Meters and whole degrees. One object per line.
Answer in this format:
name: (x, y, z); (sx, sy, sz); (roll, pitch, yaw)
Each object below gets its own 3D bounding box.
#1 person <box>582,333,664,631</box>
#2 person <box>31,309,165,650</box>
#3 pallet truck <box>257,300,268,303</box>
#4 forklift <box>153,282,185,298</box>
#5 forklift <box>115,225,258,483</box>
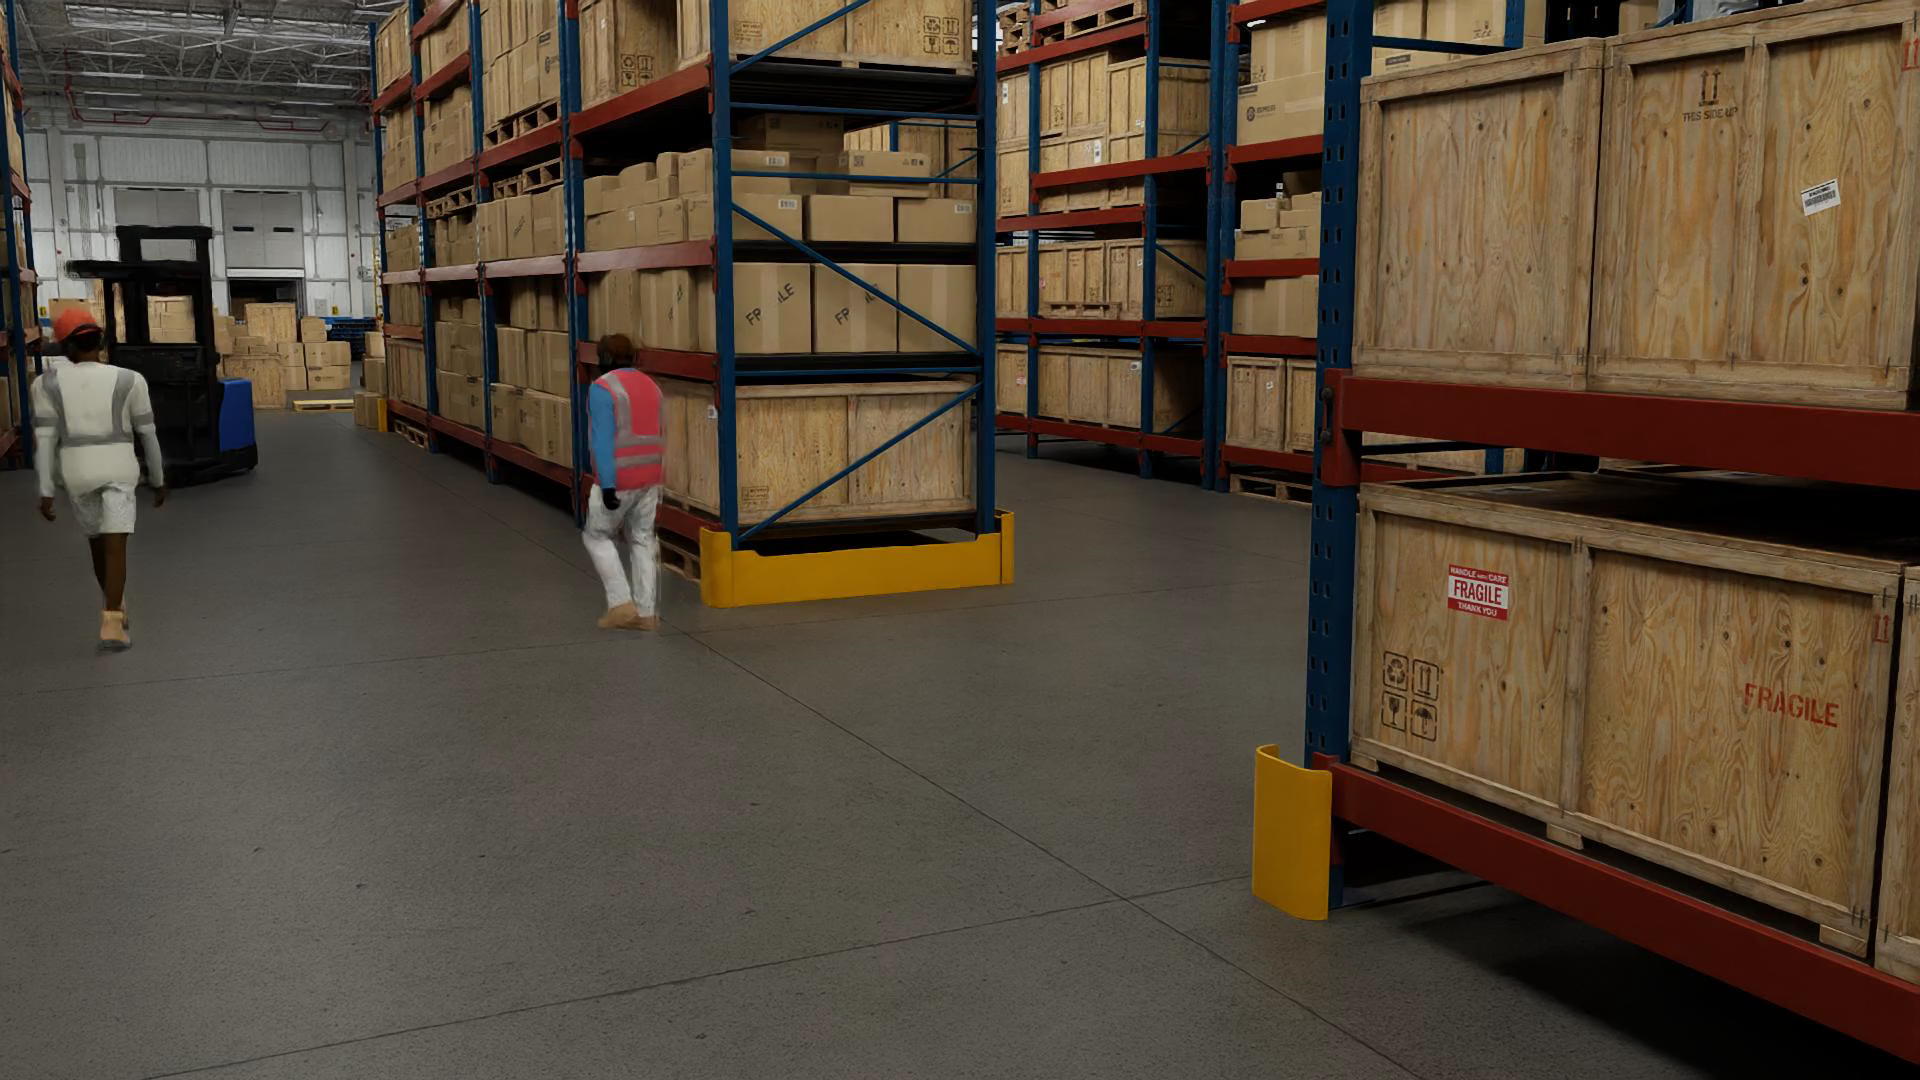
person: (-2.025, -0.342, 10.099); (0.458, 1.816, 0.649); (5, 10, 30)
person: (-5.040, -0.361, 9.741); (0.630, 1.971, 1.101); (-2, 9, -16)
pallet truck: (-23.913, -7.404, 58.171); (1.885, 1.965, 0.823); (-1, 8, -9)
forklift: (-24.814, -6.996, 52.331); (1.873, 2.768, 1.129); (6, 10, 37)
forklift: (-8.788, -2.100, 18.572); (1.129, 2.768, 1.873); (0, 8, -1)
